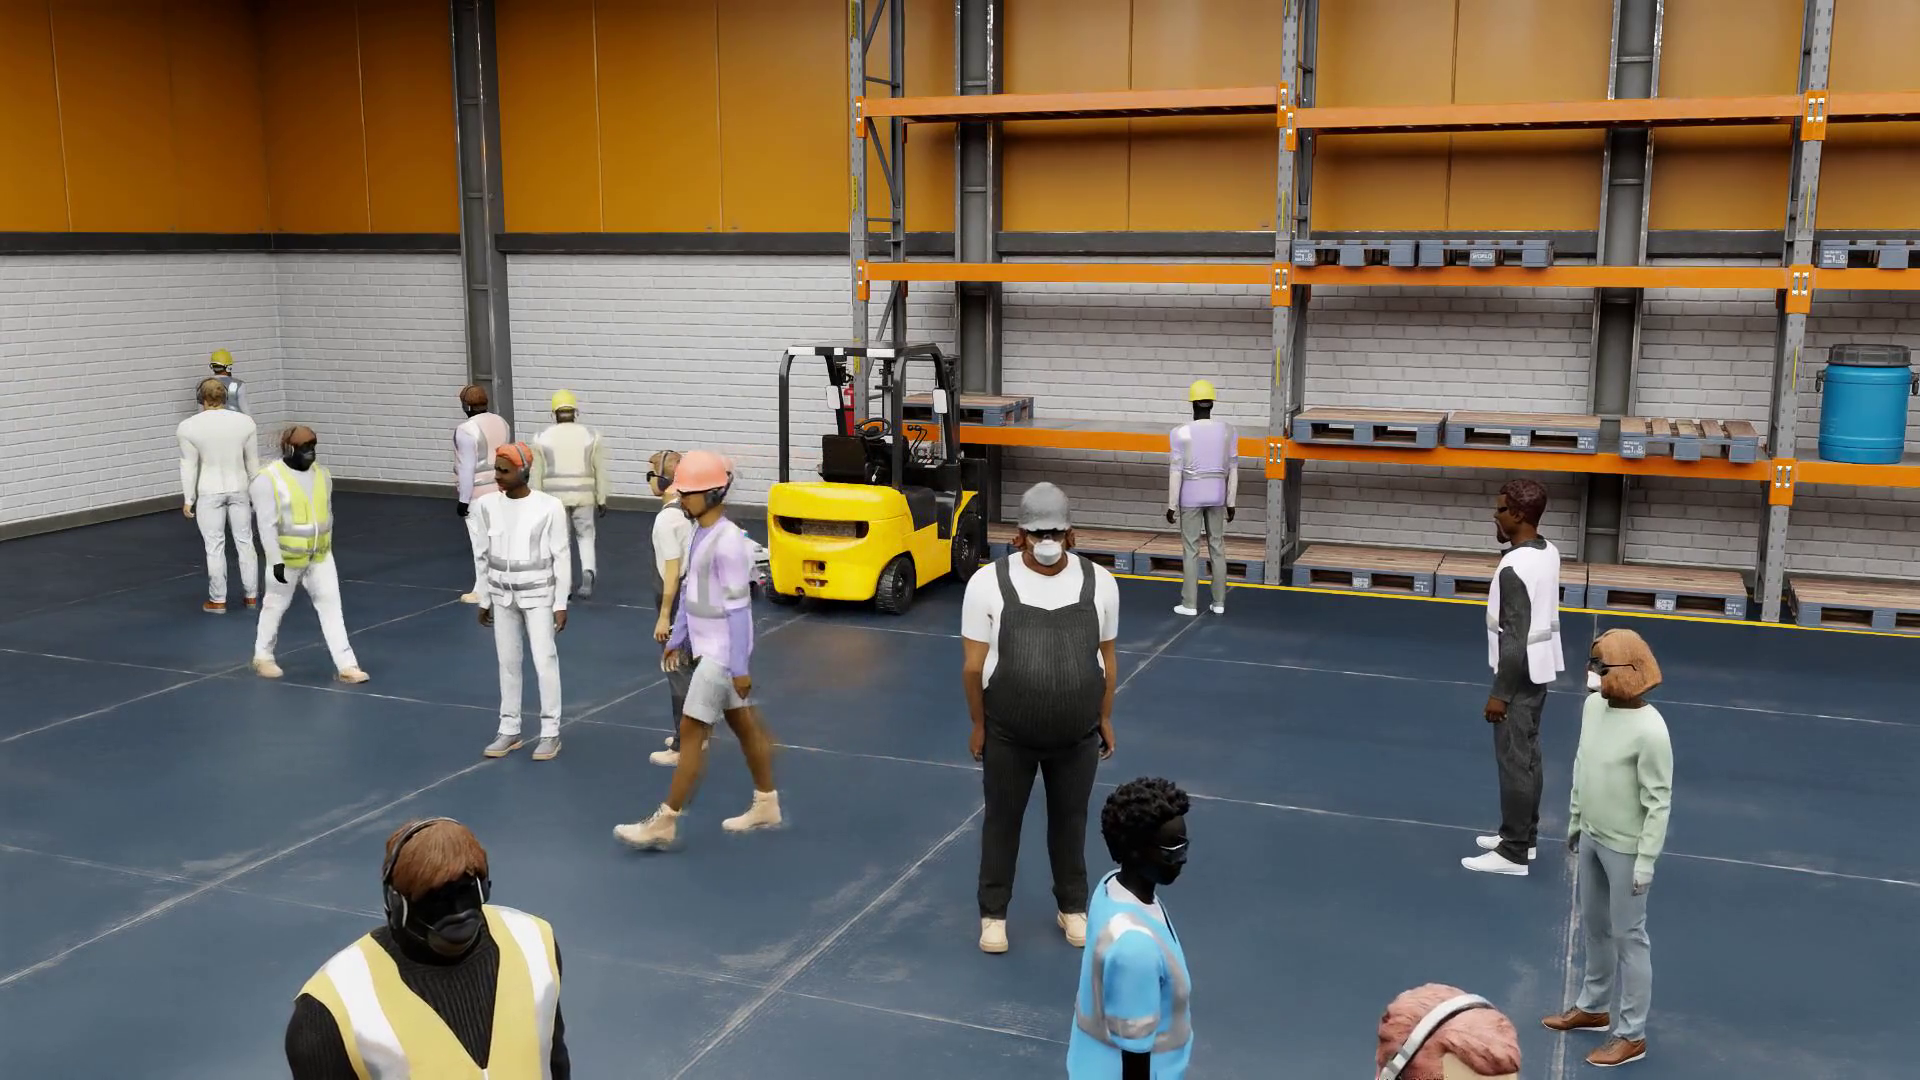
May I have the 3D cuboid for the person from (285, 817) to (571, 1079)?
[{"bbox_3d":[-1.090,1.483,3.610,0.429,1.842,0.635,10,14,44],"label":"person"}]

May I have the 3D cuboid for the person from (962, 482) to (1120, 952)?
[{"bbox_3d":[0.365,0.757,7.102,0.683,2.000,0.536,-1,10,-8],"label":"person"}]

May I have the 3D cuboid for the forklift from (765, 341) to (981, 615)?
[{"bbox_3d":[-0.739,-0.602,14.246,1.214,2.155,2.313,4,11,21],"label":"forklift"}]

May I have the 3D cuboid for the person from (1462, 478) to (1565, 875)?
[{"bbox_3d":[2.691,0.656,8.007,0.389,1.919,0.592,6,12,30],"label":"person"}]

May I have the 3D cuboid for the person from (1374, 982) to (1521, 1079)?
[{"bbox_3d":[0.727,1.617,2.708,0.646,1.899,0.401,-8,13,-38],"label":"person"}]

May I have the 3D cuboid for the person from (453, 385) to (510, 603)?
[{"bbox_3d":[-4.045,-0.387,14.041,0.430,1.841,0.624,4,11,20],"label":"person"}]

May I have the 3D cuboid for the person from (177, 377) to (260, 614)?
[{"bbox_3d":[-6.057,-0.365,13.639,0.627,1.940,0.371,-9,13,-40],"label":"person"}]

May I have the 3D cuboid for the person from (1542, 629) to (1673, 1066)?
[{"bbox_3d":[2.420,1.128,6.172,0.266,1.631,0.507,-2,10,-10],"label":"person"}]

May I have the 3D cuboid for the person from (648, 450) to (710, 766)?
[{"bbox_3d":[-1.644,0.393,9.674,0.327,1.843,0.514,2,10,10],"label":"person"}]

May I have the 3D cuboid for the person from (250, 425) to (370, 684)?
[{"bbox_3d":[-4.571,0.103,11.463,0.972,1.797,0.637,7,12,33],"label":"person"}]

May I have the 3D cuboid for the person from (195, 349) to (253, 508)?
[{"bbox_3d":[-8.262,-1.232,18.763,0.590,1.833,0.404,0,10,0],"label":"person"}]

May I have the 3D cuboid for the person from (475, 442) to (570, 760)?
[{"bbox_3d":[-2.566,0.359,9.765,0.576,1.881,0.354,3,10,14],"label":"person"}]

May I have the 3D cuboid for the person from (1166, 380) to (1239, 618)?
[{"bbox_3d":[1.954,-0.333,13.499,0.594,1.922,0.385,-2,10,-13],"label":"person"}]

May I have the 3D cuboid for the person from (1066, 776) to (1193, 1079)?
[{"bbox_3d":[0.437,1.429,4.307,0.322,1.699,0.536,0,10,1],"label":"person"}]

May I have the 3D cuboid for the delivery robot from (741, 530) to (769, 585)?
[{"bbox_3d":[-1.868,0.162,14.298,0.477,0.478,0.707,-8,13,-38],"label":"delivery robot"}]

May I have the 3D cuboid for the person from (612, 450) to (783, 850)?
[{"bbox_3d":[-1.343,0.550,8.345,0.974,1.997,0.639,-3,11,-17],"label":"person"}]

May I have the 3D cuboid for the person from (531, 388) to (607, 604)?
[{"bbox_3d":[-3.255,-0.347,13.868,0.613,1.816,0.560,-3,11,-17],"label":"person"}]
